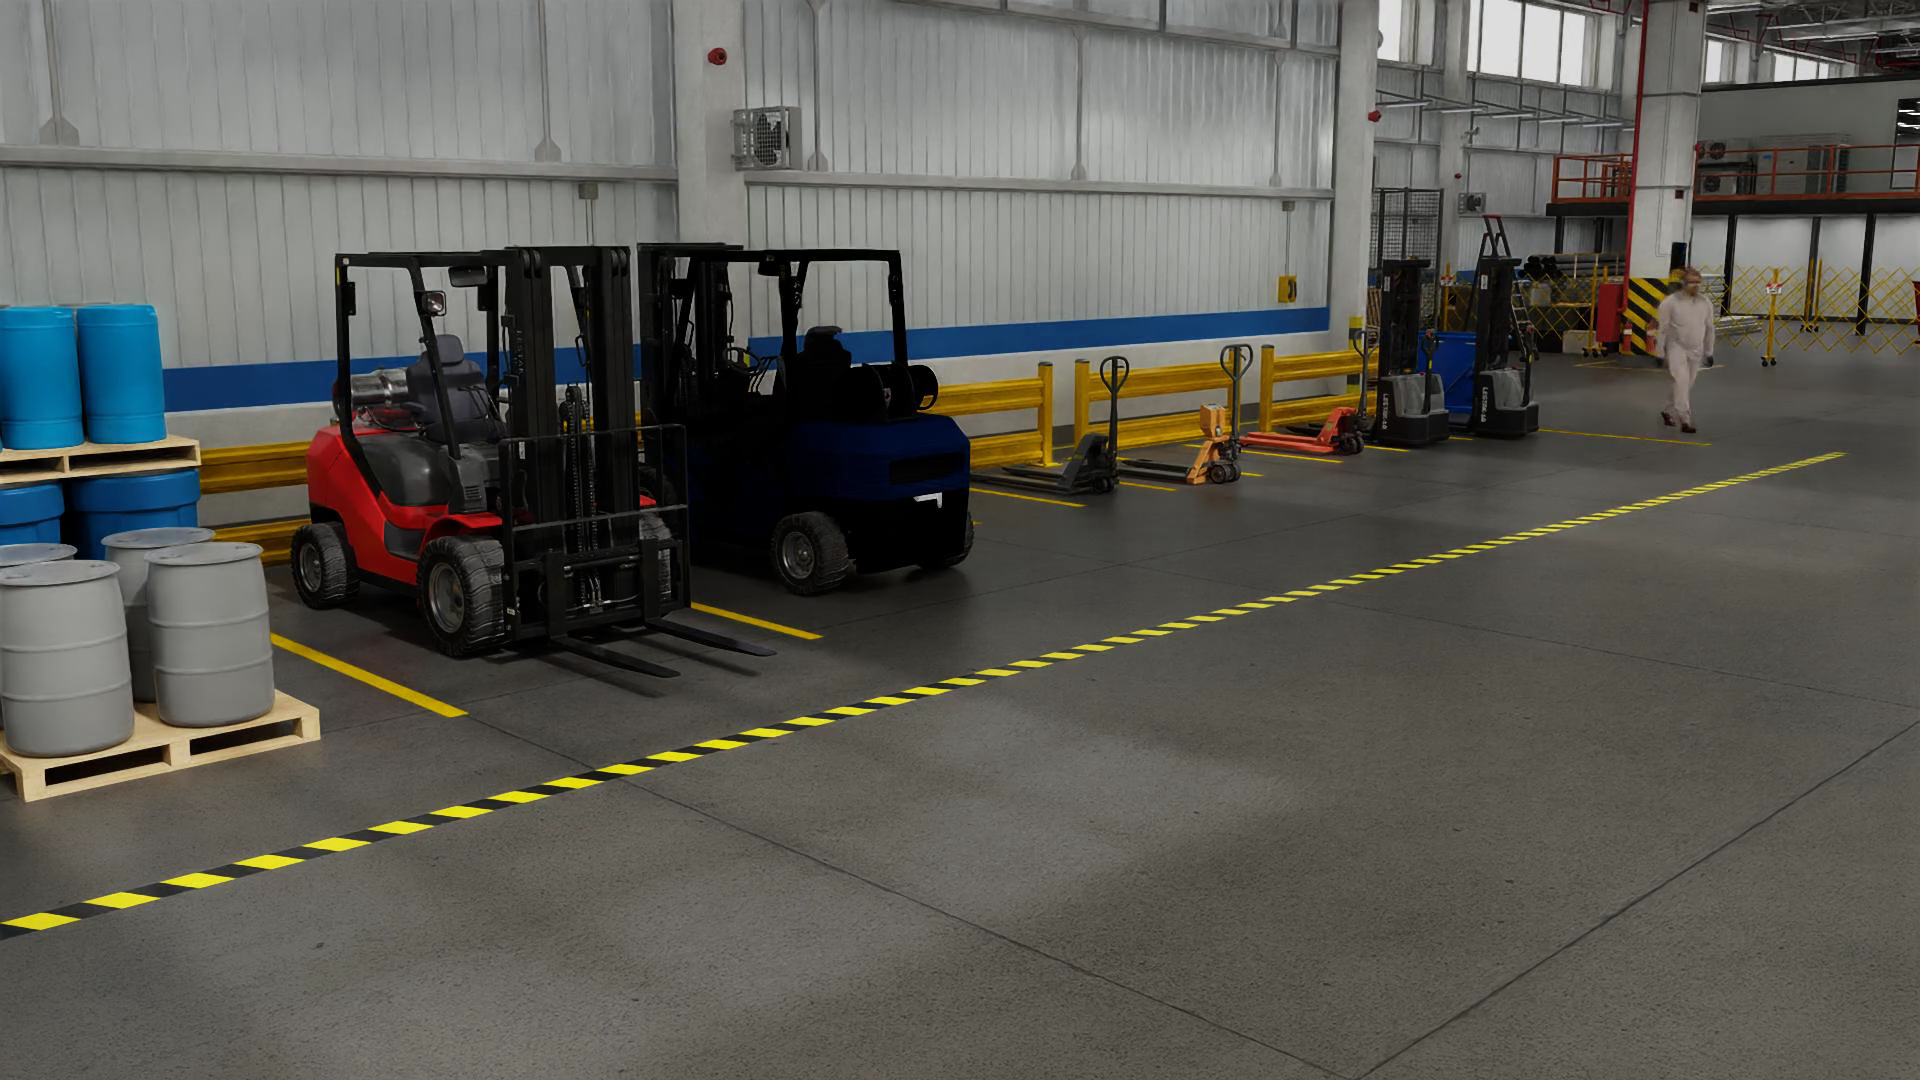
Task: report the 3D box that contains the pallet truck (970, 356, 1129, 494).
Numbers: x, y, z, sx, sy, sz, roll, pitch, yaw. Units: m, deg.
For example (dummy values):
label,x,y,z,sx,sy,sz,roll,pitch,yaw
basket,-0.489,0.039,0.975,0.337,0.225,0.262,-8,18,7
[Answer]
label,x,y,z,sx,sy,sz,roll,pitch,yaw
pallet truck,0.784,-1.085,14.876,0.680,1.201,1.601,-10,14,-44

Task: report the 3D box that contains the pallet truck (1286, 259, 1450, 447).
label,x,y,z,sx,sy,sz,roll,pitch,yaw
pallet truck,4.493,-2.078,18.196,0.823,1.965,1.885,-9,14,-40

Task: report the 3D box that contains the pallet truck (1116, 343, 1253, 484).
label,x,y,z,sx,sy,sz,roll,pitch,yaw
pallet truck,1.962,-1.215,15.415,1.522,1.261,0.704,10,14,43

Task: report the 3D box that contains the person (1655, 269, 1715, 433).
label,x,y,z,sx,sy,sz,roll,pitch,yaw
person,8.375,-2.193,19.223,0.648,1.861,0.948,-2,11,-9

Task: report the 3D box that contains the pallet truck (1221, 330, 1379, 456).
label,x,y,z,sx,sy,sz,roll,pitch,yaw
pallet truck,3.563,-1.581,17.381,0.653,1.274,1.630,-10,14,-44

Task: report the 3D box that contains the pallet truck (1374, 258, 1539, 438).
label,x,y,z,sx,sy,sz,roll,pitch,yaw
pallet truck,5.704,-2.208,18.901,1.885,1.965,0.823,10,14,43

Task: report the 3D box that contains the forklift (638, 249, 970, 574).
label,x,y,z,sx,sy,sz,roll,pitch,yaw
forklift,-1.173,-0.958,11.239,2.680,1.987,1.157,10,14,43

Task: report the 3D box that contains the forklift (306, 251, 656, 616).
label,x,y,z,sx,sy,sz,roll,pitch,yaw
forklift,-2.833,-0.669,9.694,1.157,1.987,2.680,-10,14,-44
